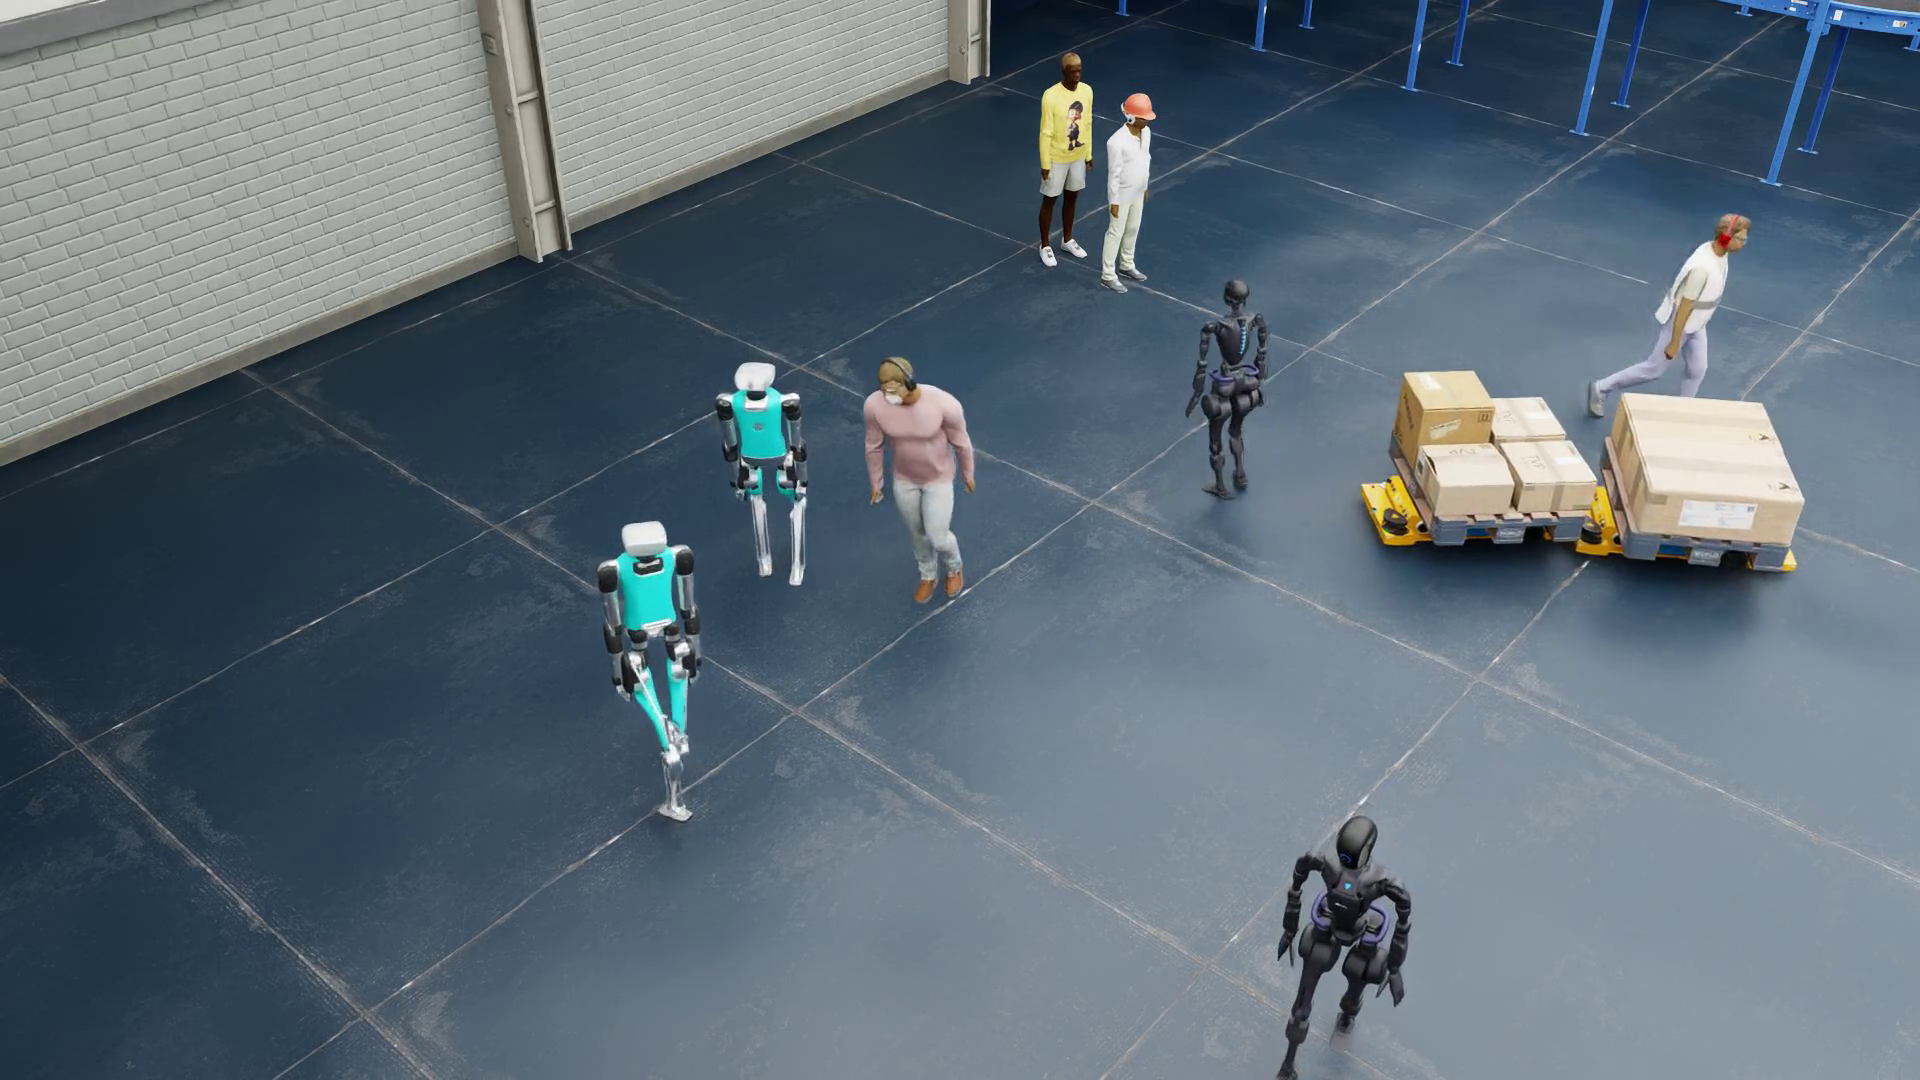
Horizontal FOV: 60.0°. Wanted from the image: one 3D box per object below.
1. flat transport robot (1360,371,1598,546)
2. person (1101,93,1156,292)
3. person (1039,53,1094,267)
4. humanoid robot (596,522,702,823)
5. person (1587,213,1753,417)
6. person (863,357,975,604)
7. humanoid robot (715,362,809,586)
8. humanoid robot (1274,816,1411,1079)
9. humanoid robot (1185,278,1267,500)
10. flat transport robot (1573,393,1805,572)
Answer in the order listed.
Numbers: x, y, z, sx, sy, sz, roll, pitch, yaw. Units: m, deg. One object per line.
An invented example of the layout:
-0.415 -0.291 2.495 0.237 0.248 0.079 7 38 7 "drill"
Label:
3.619 -0.242 11.728 1.431 0.231 0.659 -2 36 -3 "flat transport robot"
1.472 -3.001 14.332 0.346 1.743 0.567 26 43 31 "person"
0.934 -3.381 14.732 0.542 1.900 0.379 -19 39 -24 "person"
-1.578 0.800 9.048 0.553 1.778 1.041 -16 38 -21 "humanoid robot"
5.280 -1.628 12.360 0.865 1.795 0.612 25 42 31 "person"
-0.264 -0.370 10.509 0.660 1.894 0.523 11 37 15 "person"
-1.225 -0.485 10.791 0.535 1.745 0.786 1 35 1 "humanoid robot"
1.739 1.879 7.565 0.609 1.629 0.740 17 39 22 "humanoid robot"
1.881 -1.051 11.659 0.609 1.645 0.336 -15 38 -19 "humanoid robot"
4.978 -0.102 11.531 1.431 0.231 0.659 5 36 8 "flat transport robot"
